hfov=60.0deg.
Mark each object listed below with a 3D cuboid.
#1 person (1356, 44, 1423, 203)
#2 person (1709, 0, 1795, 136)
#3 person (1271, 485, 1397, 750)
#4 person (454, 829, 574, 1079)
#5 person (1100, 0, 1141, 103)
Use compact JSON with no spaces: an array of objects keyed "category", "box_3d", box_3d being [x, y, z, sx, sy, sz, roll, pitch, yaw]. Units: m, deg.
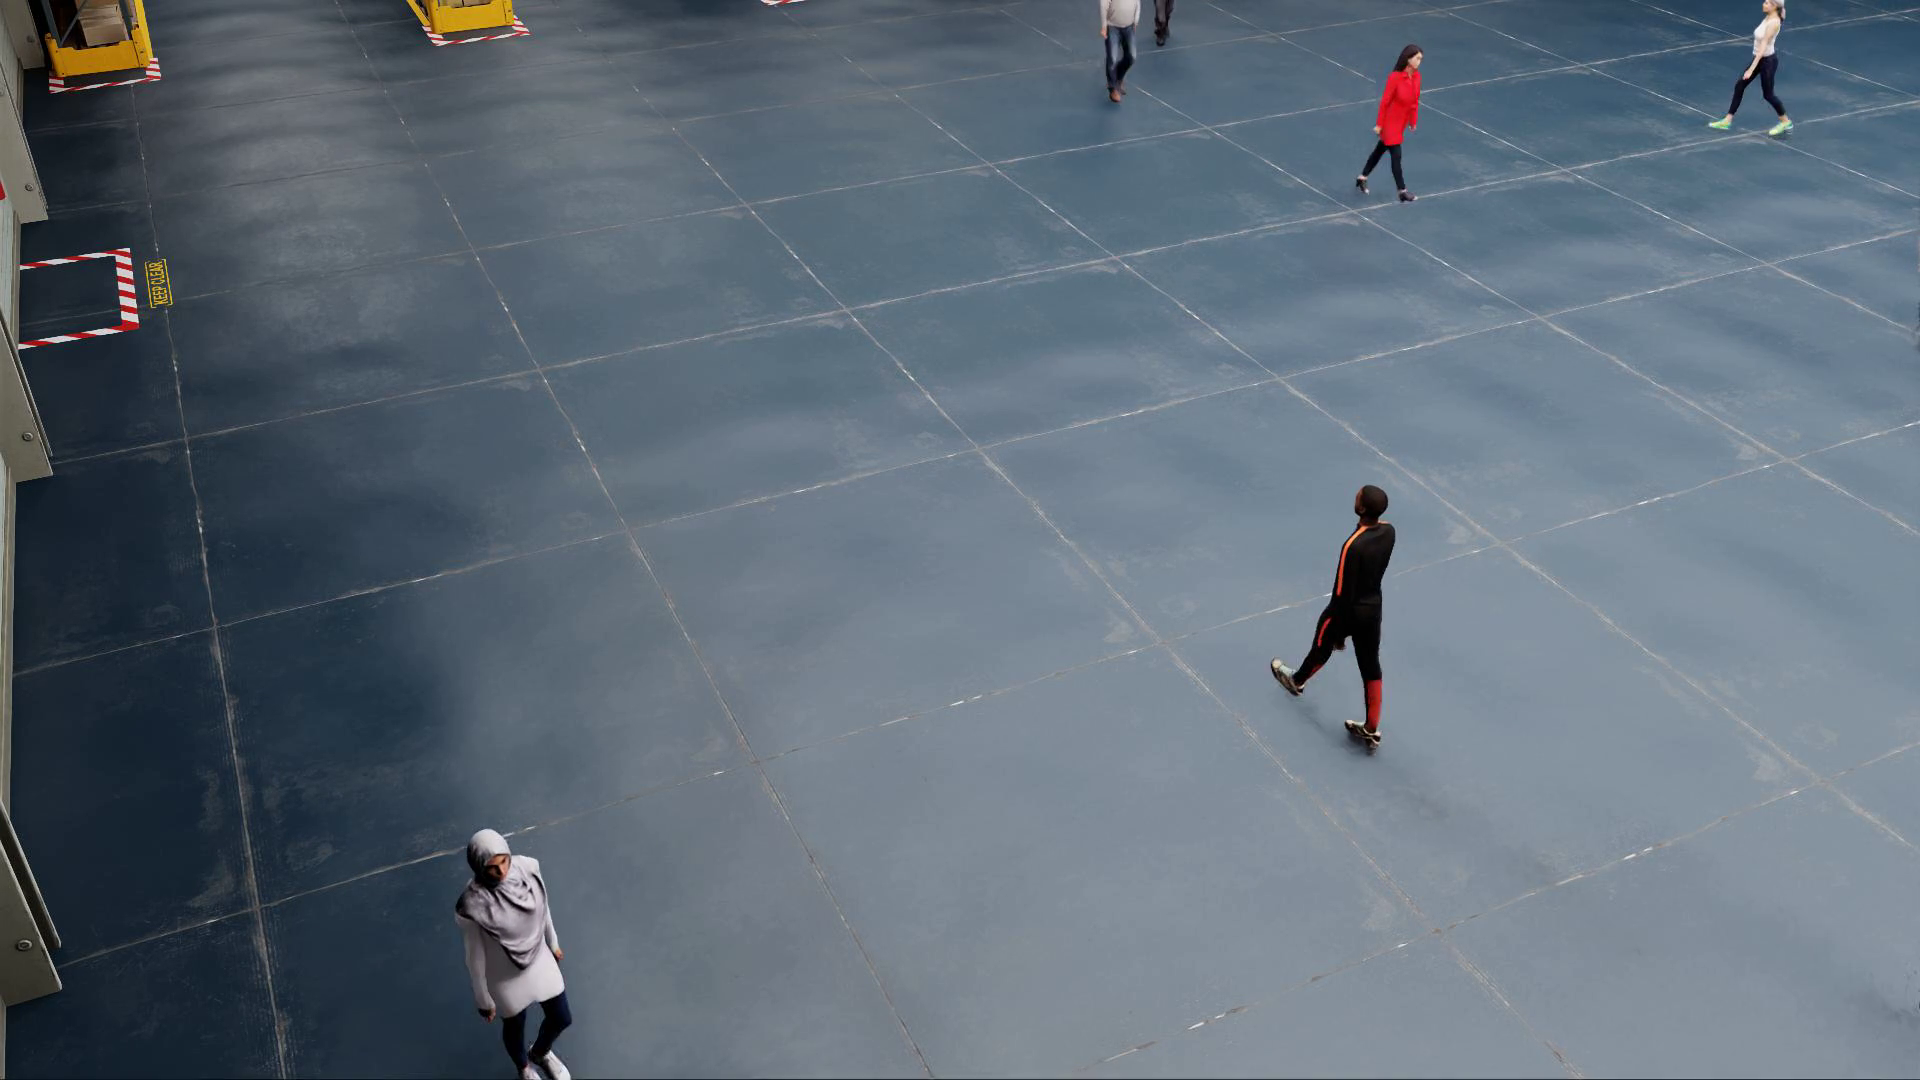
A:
[{"category":"person","box_3d":[4.659,-4.544,18.171,0.777,1.693,1.079,-18,37,-26]},{"category":"person","box_3d":[9.704,-5.646,19.891,1.114,1.664,1.164,6,33,8]},{"category":"person","box_3d":[2.529,0.513,10.334,0.758,1.759,1.202,-20,38,-28]},{"category":"person","box_3d":[-2.184,2.015,8.020,0.713,1.763,0.726,29,43,36]},{"category":"person","box_3d":[1.977,-6.518,21.021,0.770,1.895,0.750,-10,34,-16]}]
